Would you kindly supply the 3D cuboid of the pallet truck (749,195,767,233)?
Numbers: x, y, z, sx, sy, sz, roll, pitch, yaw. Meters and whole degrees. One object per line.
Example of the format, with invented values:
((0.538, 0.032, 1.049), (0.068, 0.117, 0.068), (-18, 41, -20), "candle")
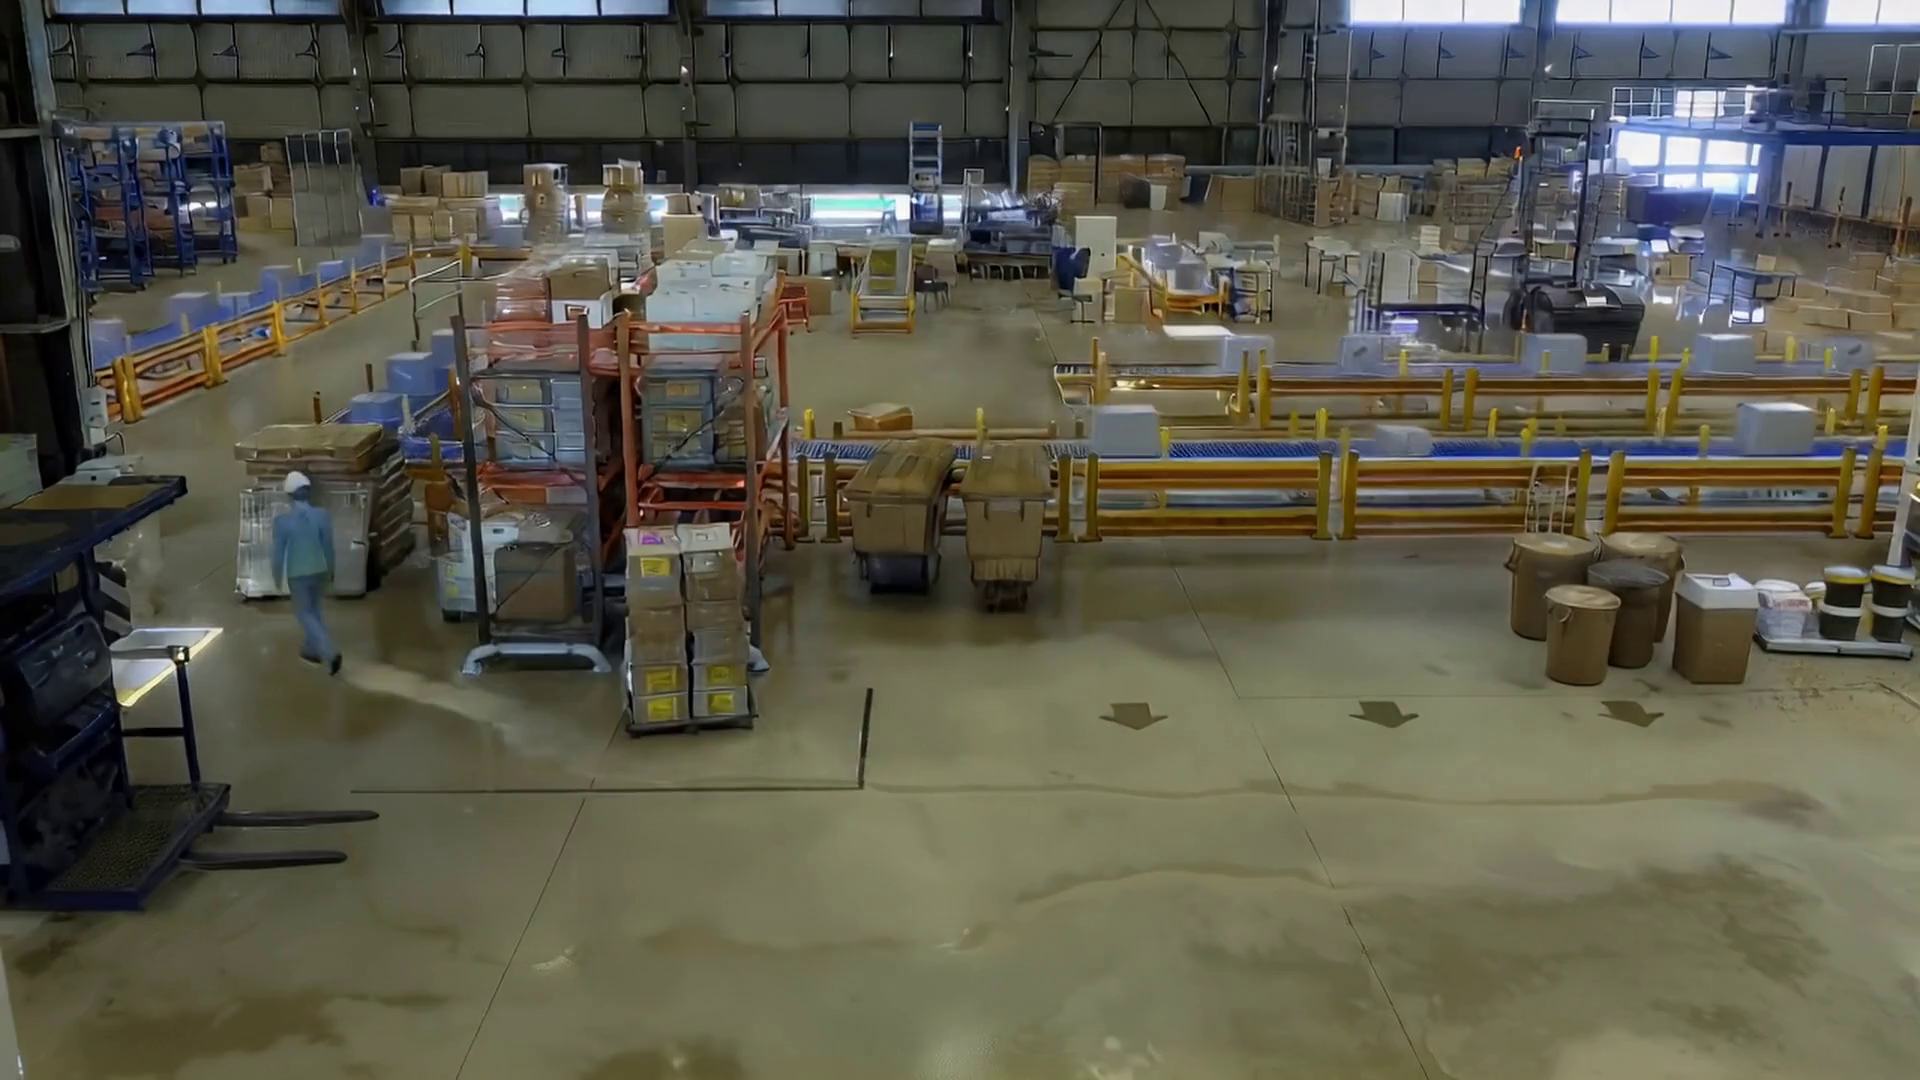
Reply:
((-6.051, -9.967, 50.660), (0.680, 1.201, 1.601), (0, 16, -1), "pallet truck")

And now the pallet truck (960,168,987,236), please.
((0.383, -10.230, 50.206), (0.823, 1.965, 1.885), (-1, 16, -3), "pallet truck")

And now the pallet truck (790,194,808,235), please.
((-4.814, -9.883, 50.259), (0.704, 1.261, 1.522), (-1, 16, -3), "pallet truck")

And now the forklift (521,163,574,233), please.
((-12.233, -10.122, 49.298), (1.157, 1.987, 2.680), (0, 16, -1), "forklift")

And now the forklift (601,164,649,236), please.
((-9.948, -10.127, 49.296), (1.157, 1.987, 2.680), (-1, 16, -3), "forklift")

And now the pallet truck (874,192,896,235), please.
((-2.277, -9.986, 50.594), (0.653, 1.274, 1.630), (0, 16, -1), "pallet truck")

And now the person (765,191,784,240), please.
((-4.579, -7.646, 41.257), (0.604, 1.998, 1.038), (11, 19, 34), "person")

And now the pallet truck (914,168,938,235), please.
((-0.989, -10.316, 50.507), (0.823, 1.965, 1.885), (1, 16, 3), "pallet truck")

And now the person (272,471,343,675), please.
((-5.525, 0.282, 14.145), (0.797, 1.742, 0.530), (12, 20, 37), "person")

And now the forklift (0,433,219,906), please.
((-5.952, 0.780, 10.366), (1.873, 2.768, 1.129), (0, 16, -1), "forklift")

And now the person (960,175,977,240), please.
((0.247, -9.618, 48.242), (0.409, 1.909, 0.640), (-11, 19, -34), "person")
